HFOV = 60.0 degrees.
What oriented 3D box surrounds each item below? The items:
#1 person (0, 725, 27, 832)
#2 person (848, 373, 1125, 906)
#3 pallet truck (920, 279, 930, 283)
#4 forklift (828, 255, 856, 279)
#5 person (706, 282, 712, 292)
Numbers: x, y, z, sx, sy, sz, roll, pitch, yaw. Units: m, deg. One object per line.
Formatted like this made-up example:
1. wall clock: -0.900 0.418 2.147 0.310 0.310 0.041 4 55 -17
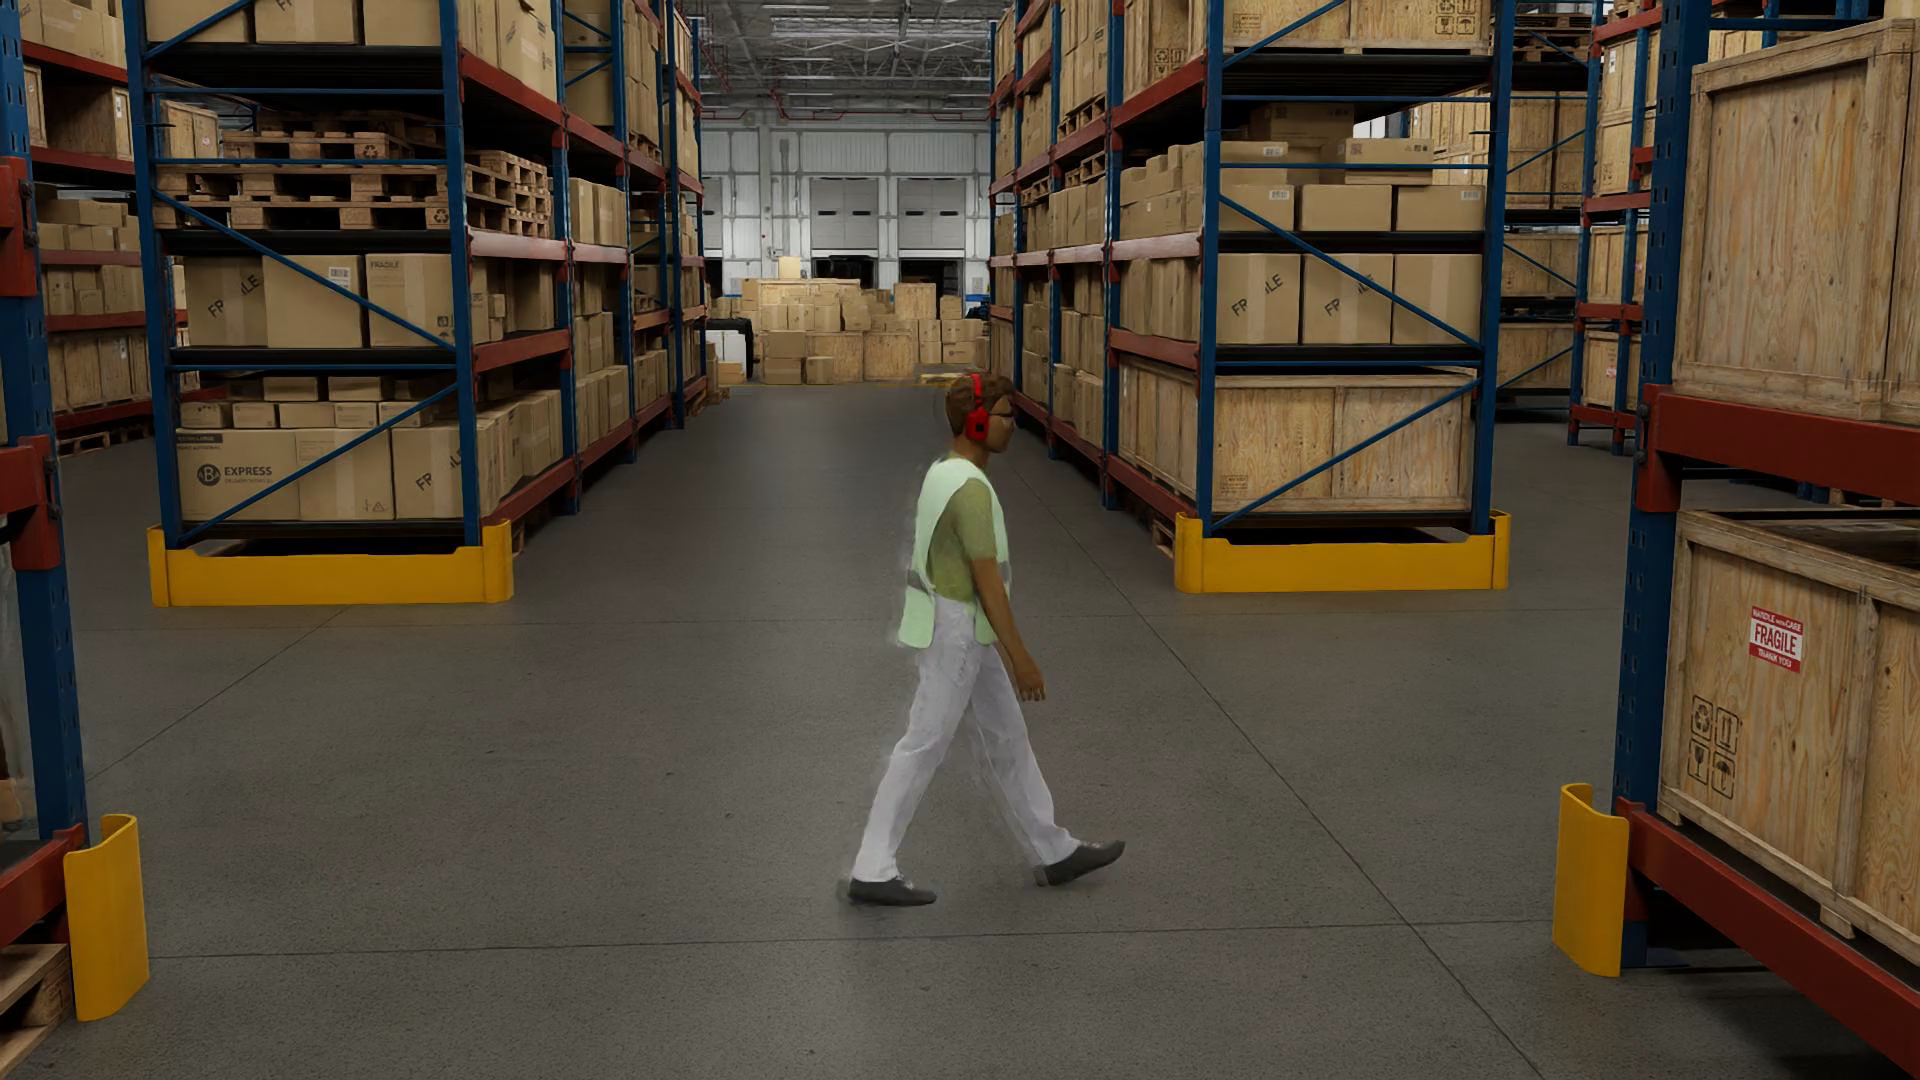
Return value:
1. person: -4.010 0.157 6.089 0.981 1.998 0.614 -3 9 -16
2. person: 0.070 0.345 5.565 0.976 1.794 0.572 0 9 -1
3. pallet truck: -0.932 -8.922 63.114 1.885 1.965 0.823 2 9 13
4. forklift: -4.114 -8.592 58.281 1.129 2.768 1.873 -6 11 -31
5. person: -6.796 -6.010 45.077 0.678 1.914 0.650 1 9 6
